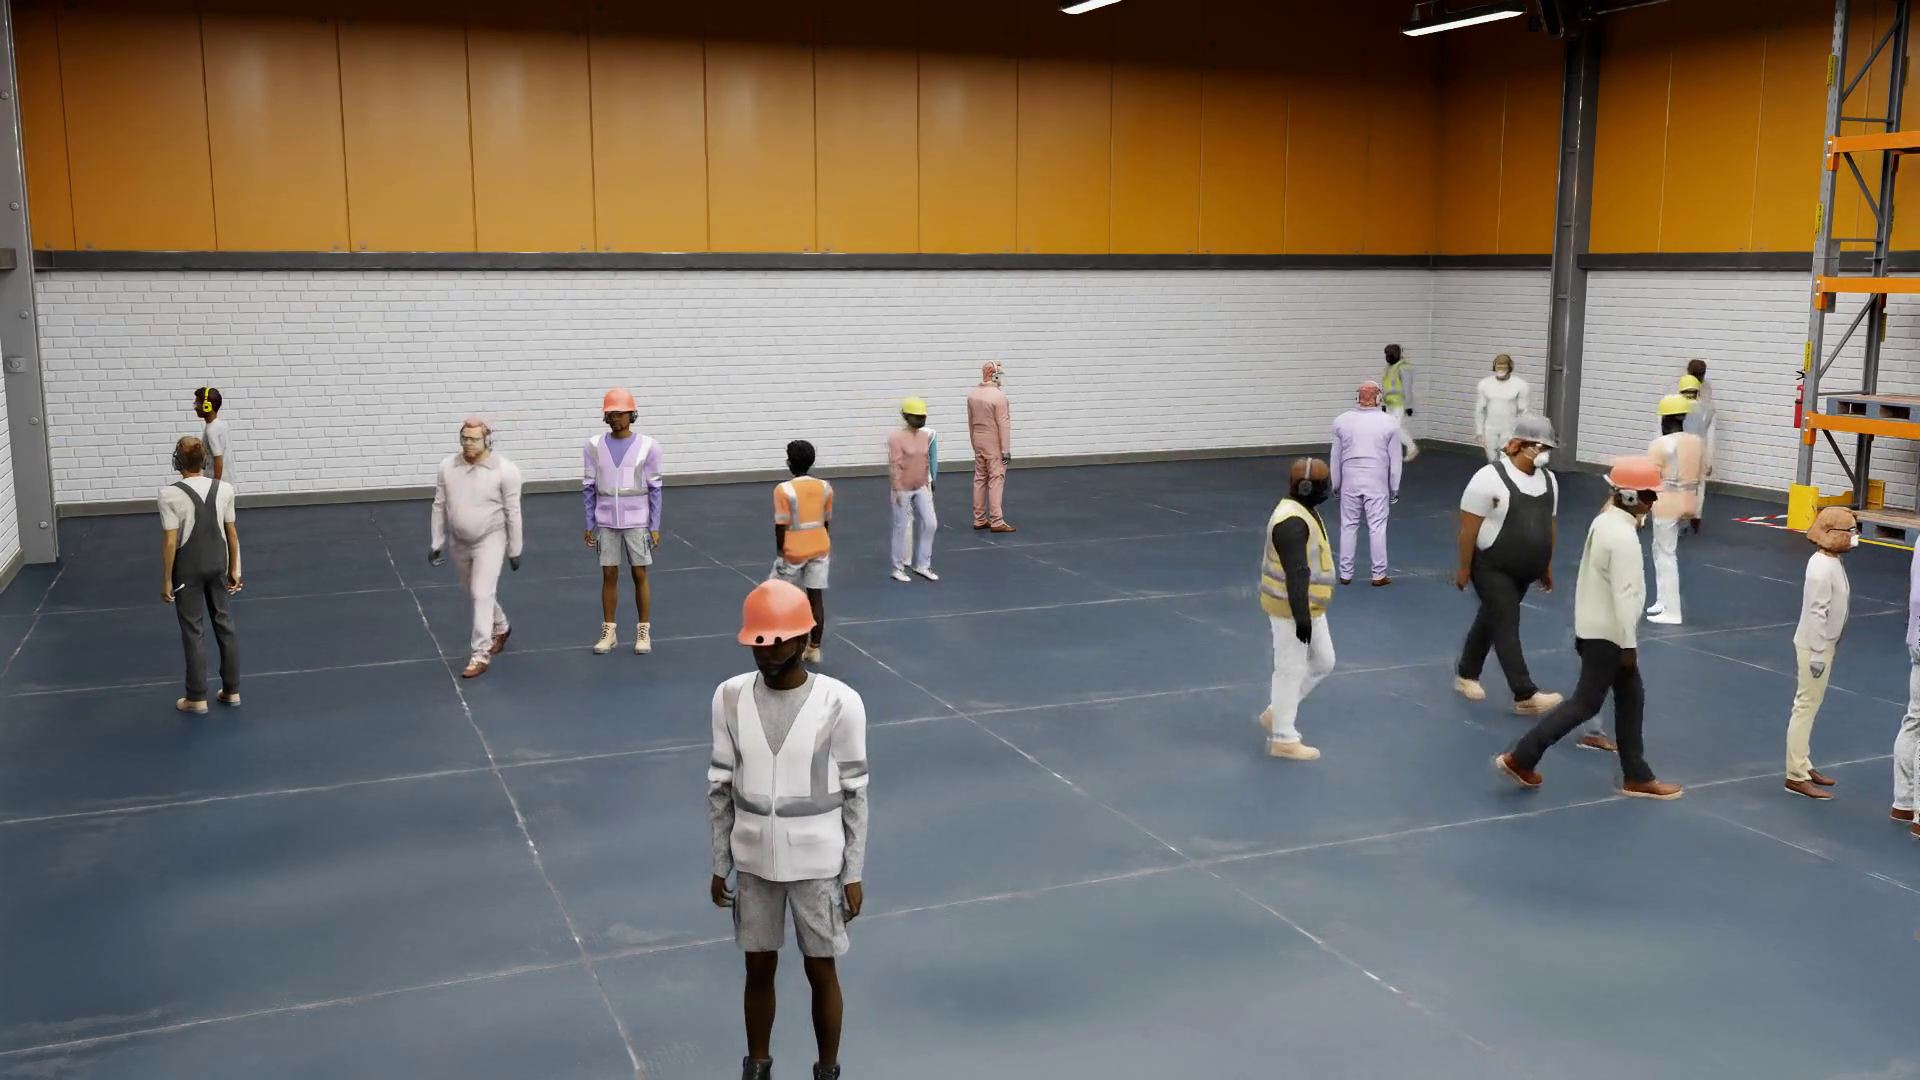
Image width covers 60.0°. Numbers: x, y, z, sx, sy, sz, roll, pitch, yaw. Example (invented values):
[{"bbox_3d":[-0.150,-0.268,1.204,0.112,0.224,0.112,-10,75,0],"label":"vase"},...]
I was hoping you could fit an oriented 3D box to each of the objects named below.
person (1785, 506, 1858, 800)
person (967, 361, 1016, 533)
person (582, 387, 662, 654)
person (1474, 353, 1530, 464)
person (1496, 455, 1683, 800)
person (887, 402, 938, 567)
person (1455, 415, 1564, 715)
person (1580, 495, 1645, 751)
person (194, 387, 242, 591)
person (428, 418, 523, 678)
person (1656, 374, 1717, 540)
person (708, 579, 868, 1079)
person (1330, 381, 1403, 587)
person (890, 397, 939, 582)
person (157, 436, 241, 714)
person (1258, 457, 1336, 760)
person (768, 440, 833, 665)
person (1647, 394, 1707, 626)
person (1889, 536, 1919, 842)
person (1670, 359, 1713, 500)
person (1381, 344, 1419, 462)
[{"bbox_3d":[4.839,0.616,9.337,0.284,1.633,0.501,6,11,33],"label":"person"},{"bbox_3d":[0.364,-1.037,18.535,0.407,1.908,0.641,-7,12,-37],"label":"person"},{"bbox_3d":[-2.574,-0.142,12.687,0.607,2.048,0.365,0,9,2],"label":"person"},{"bbox_3d":[6.578,-1.315,20.225,0.634,1.911,0.439,7,11,35],"label":"person"},{"bbox_3d":[3.498,0.492,9.179,0.954,1.953,0.649,2,10,13],"label":"person"},{"bbox_3d":[-0.481,-0.552,16.438,0.537,1.632,0.406,-4,10,-21],"label":"person"},{"bbox_3d":[3.681,0.121,11.110,0.708,2.000,0.960,-6,11,-31],"label":"person"},{"bbox_3d":[3.990,0.494,10.137,0.342,1.624,0.515,4,10,22],"label":"person"},{"bbox_3d":[-6.751,-0.454,15.112,0.331,1.872,0.513,-2,10,-15],"label":"person"},{"bbox_3d":[-3.540,0.011,12.310,0.647,1.869,0.942,3,10,15],"label":"person"},{"bbox_3d":[7.869,-0.896,18.048,0.596,1.795,0.893,2,10,14],"label":"person"},{"bbox_3d":[-0.589,1.082,5.601,0.551,1.934,0.373,2,10,12],"label":"person"},{"bbox_3d":[3.764,-0.523,15.424,0.652,1.904,0.402,4,10,22],"label":"person"},{"bbox_3d":[-0.430,-0.457,15.505,0.538,1.745,0.584,-8,12,-40],"label":"person"},{"bbox_3d":[-5.053,0.228,11.050,0.330,1.844,0.520,7,12,37],"label":"person"},{"bbox_3d":[2.033,0.417,9.976,0.441,1.831,0.642,4,10,22],"label":"person"},{"bbox_3d":[-1.205,0.087,12.395,0.546,1.672,0.553,-7,12,-38],"label":"person"},{"bbox_3d":[5.818,-0.255,13.793,0.600,1.908,0.629,-6,11,-31],"label":"person"},{"bbox_3d":[5.082,0.590,8.574,0.356,1.938,0.633,2,10,11],"label":"person"},{"bbox_3d":[9.313,-1.438,21.334,0.641,1.795,0.792,-2,10,-10],"label":"person"},{"bbox_3d":[6.531,-2.024,24.820,0.488,1.817,0.633,-2,10,-11],"label":"person"}]
